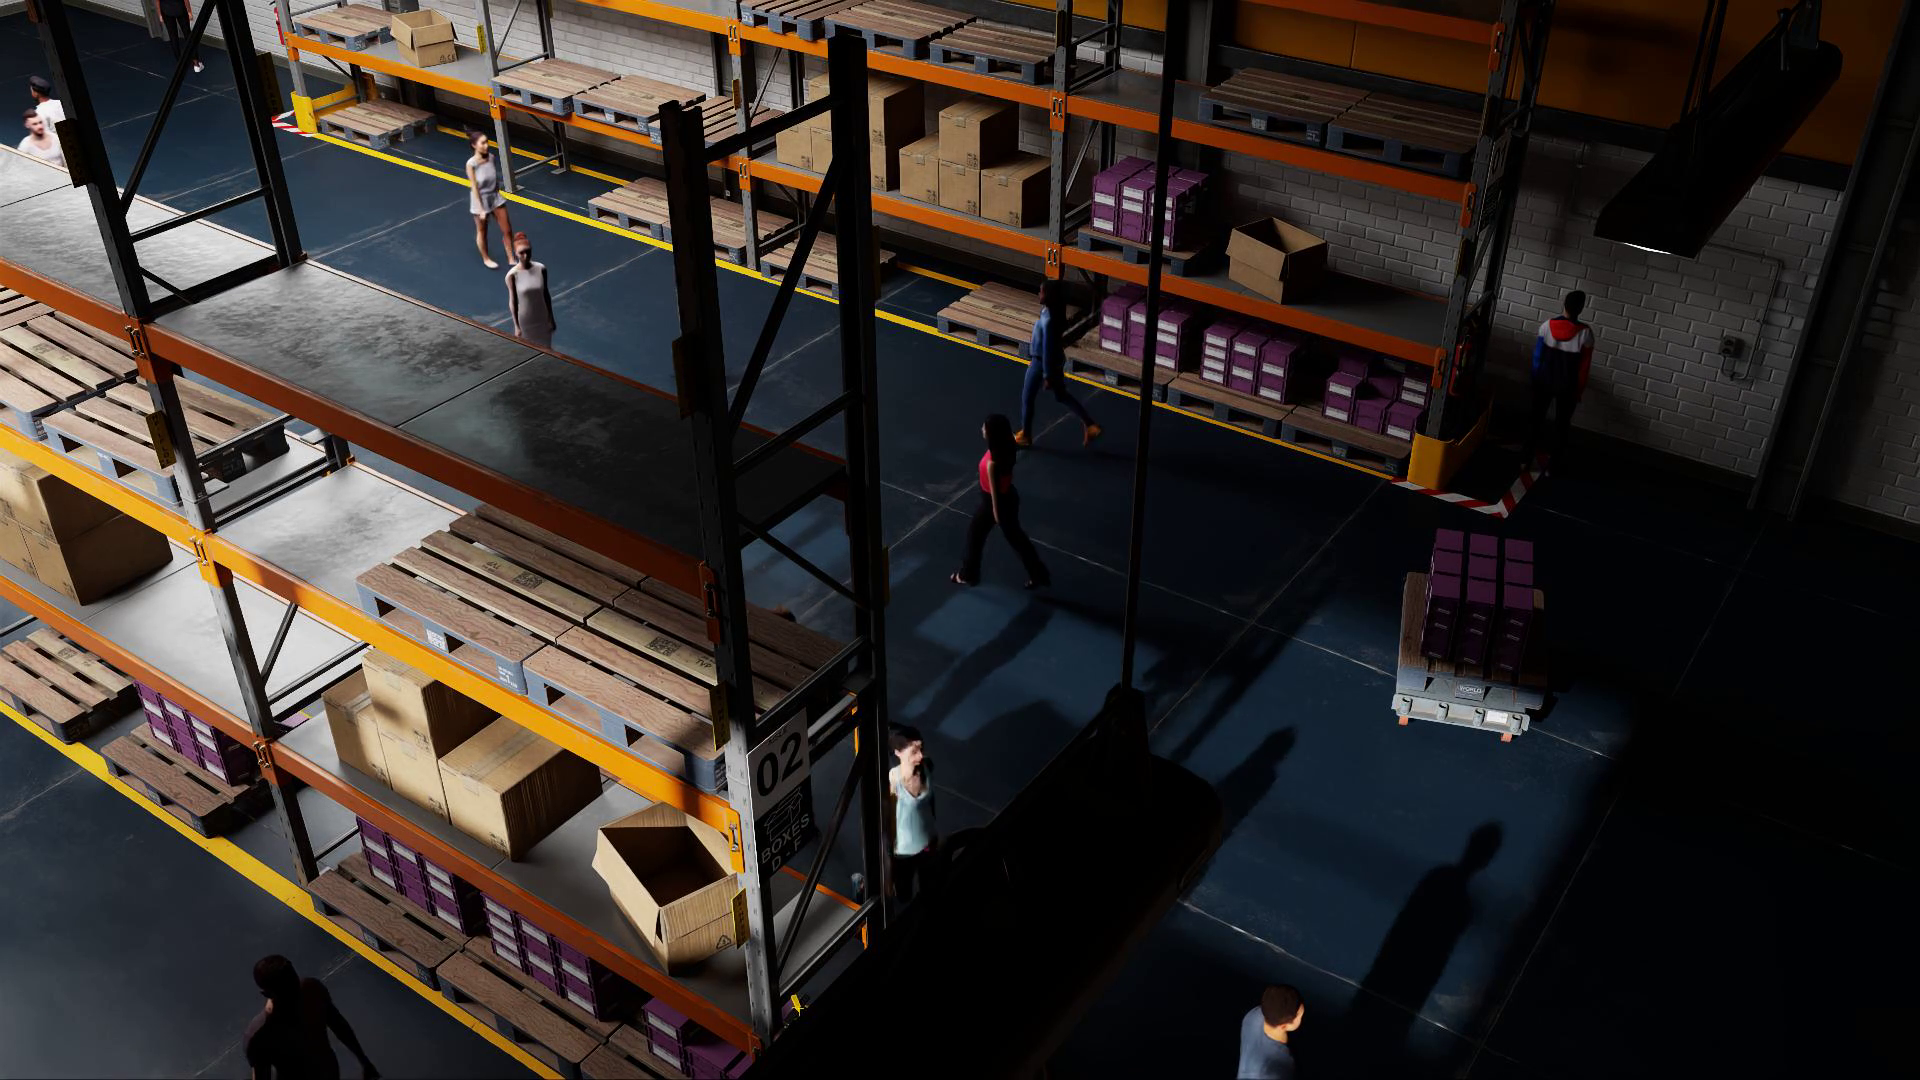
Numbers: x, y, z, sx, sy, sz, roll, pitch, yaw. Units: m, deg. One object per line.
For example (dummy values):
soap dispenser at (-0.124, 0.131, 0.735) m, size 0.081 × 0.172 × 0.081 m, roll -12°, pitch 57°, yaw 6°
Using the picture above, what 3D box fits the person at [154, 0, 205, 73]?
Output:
person at (-11.455, -7.694, 24.243) m, size 0.703 × 1.729 × 0.731 m, roll -12°, pitch 35°, yaw -17°

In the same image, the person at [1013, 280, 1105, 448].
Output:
person at (0.891, -1.548, 15.044) m, size 1.197 × 1.677 × 0.787 m, roll 12°, pitch 36°, yaw 18°

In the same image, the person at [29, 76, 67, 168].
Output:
person at (-10.467, -4.502, 19.364) m, size 0.711 × 1.814 × 0.724 m, roll 6°, pitch 34°, yaw 9°

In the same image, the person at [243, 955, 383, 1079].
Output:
person at (-3.385, 2.747, 8.469) m, size 1.225 × 1.802 × 0.835 m, roll 14°, pitch 36°, yaw 20°

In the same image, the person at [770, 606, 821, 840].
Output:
person at (-1.139, 1.153, 10.850) m, size 0.741 × 1.822 × 0.981 m, roll -27°, pitch 42°, yaw -35°

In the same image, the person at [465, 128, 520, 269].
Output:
person at (-5.316, -3.774, 18.468) m, size 0.750 × 1.595 × 0.581 m, roll 23°, pitch 40°, yaw 31°

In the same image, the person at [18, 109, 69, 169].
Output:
person at (-10.035, -3.895, 18.429) m, size 0.550 × 1.838 × 0.663 m, roll 23°, pitch 40°, yaw 31°

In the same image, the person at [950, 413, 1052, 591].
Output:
person at (0.382, -0.256, 13.149) m, size 1.091 × 1.624 × 0.707 m, roll 14°, pitch 36°, yaw 20°

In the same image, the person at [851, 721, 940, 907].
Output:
person at (-0.363, 1.782, 9.969) m, size 0.980 × 1.749 × 0.651 m, roll 26°, pitch 41°, yaw 33°

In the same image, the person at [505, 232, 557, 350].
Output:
person at (-4.030, -2.050, 15.697) m, size 0.625 × 1.791 × 0.600 m, roll -21°, pitch 39°, yaw -29°

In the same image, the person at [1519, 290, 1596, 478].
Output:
person at (5.287, -1.391, 14.736) m, size 0.460 × 1.756 × 0.696 m, roll 20°, pitch 38°, yaw 27°

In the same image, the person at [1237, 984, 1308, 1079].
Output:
person at (1.503, 2.862, 8.291) m, size 0.784 × 1.809 × 0.709 m, roll -7°, pitch 34°, yaw -11°
